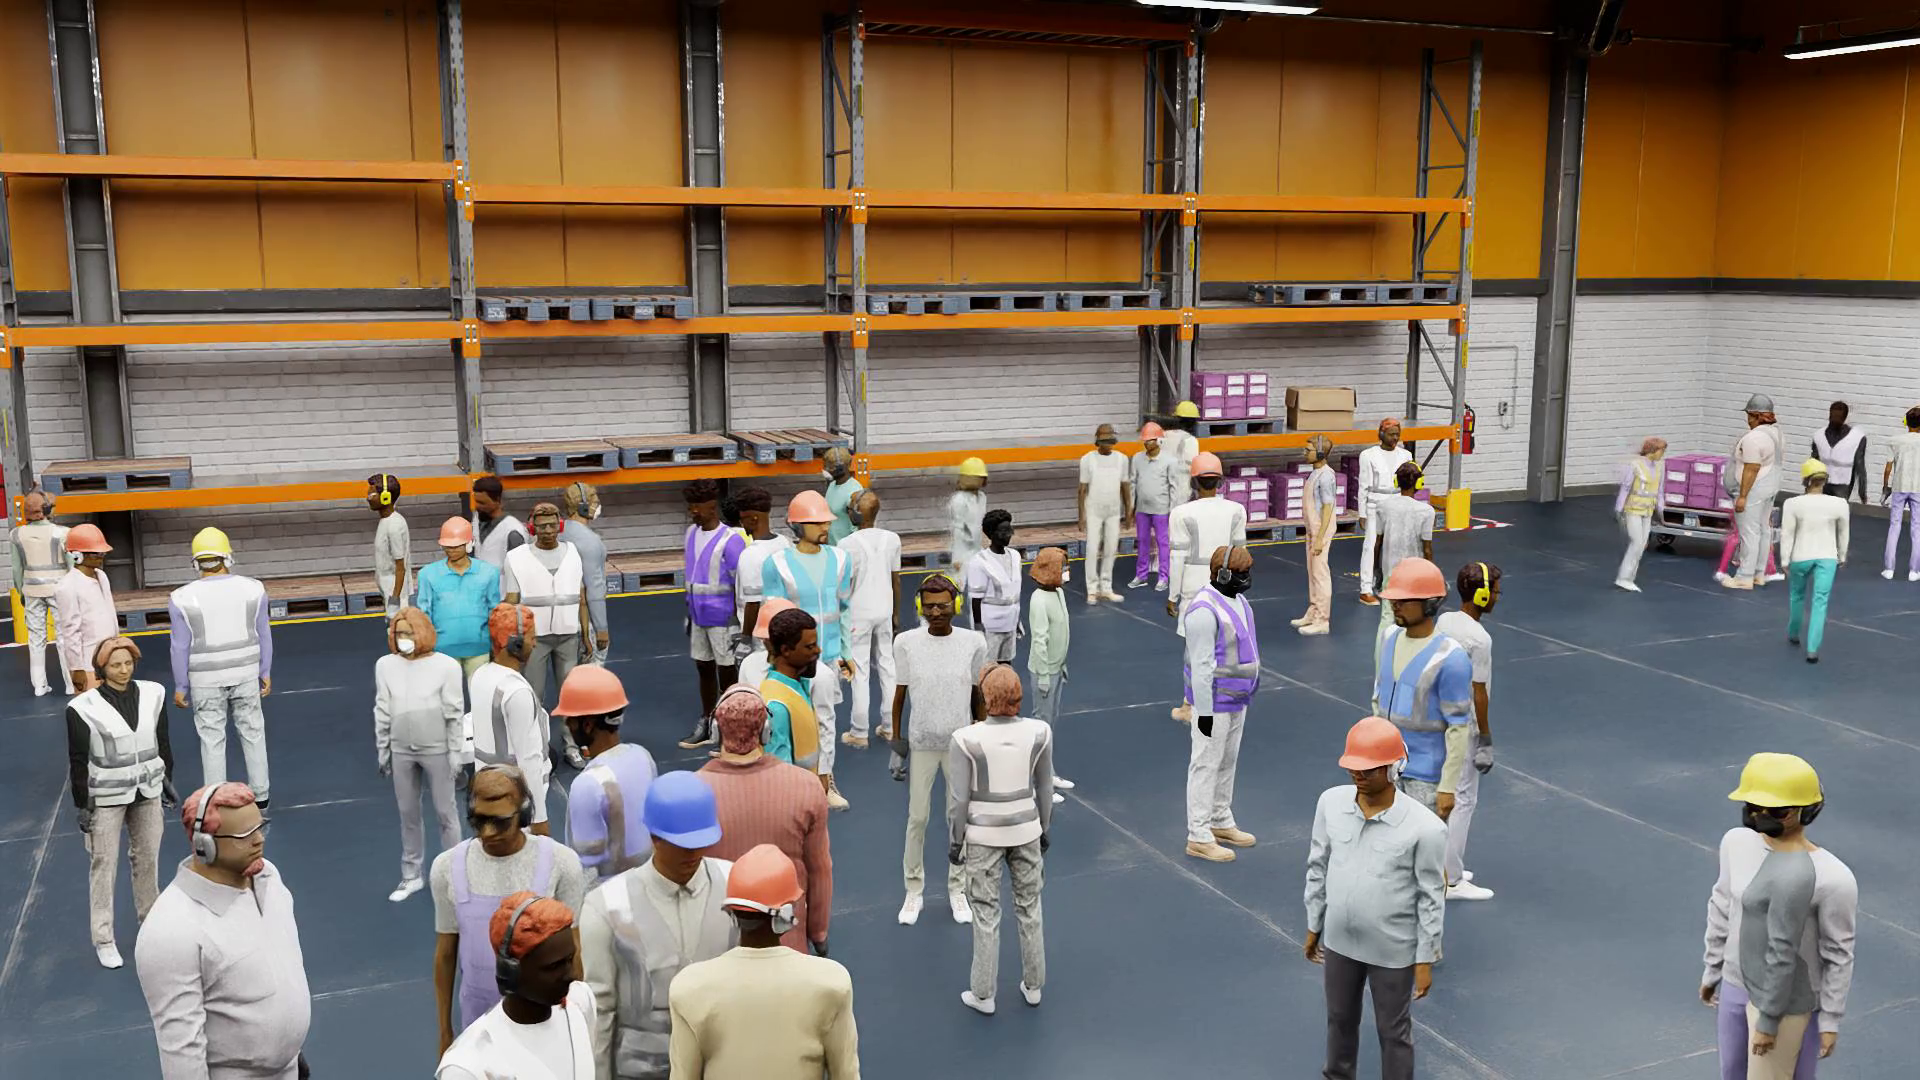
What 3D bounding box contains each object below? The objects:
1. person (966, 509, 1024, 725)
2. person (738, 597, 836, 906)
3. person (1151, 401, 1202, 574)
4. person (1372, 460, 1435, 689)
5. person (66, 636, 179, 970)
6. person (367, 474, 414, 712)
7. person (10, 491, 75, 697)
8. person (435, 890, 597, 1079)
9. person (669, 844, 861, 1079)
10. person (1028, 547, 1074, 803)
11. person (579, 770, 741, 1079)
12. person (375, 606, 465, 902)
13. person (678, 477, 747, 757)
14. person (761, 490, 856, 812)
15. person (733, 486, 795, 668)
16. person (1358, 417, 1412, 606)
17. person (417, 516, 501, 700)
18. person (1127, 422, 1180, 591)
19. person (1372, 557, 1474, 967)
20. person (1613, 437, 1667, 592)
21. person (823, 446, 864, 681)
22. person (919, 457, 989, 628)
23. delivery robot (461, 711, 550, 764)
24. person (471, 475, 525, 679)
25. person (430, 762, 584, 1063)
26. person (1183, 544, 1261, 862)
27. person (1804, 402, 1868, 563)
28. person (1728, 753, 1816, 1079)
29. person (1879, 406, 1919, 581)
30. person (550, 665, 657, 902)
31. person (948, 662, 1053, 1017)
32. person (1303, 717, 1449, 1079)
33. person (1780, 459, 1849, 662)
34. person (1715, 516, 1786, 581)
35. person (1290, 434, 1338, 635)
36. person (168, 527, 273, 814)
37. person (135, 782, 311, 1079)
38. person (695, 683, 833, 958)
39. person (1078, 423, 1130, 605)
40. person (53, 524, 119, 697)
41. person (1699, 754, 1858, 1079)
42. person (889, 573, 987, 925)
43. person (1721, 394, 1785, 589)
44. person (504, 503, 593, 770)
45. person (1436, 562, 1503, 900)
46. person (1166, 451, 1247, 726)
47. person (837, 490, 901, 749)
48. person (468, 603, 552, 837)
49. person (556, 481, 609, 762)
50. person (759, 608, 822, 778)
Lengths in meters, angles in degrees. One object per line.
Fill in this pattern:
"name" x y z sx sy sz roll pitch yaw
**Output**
"person" 0.261 0.616 11.854 0.319 1.697 0.532 8 13 39
"person" -0.920 1.152 8.605 0.571 1.749 0.331 4 11 21
"person" 2.507 -0.570 18.145 0.965 1.875 0.608 -4 11 -21
"person" 3.521 0.298 13.223 0.510 1.862 0.327 7 12 36
"person" -4.130 1.273 8.233 0.312 1.639 0.520 6 12 33
"person" -4.250 0.431 12.420 0.329 1.873 0.514 -4 11 -23
"person" -7.167 0.433 13.085 0.514 1.637 0.307 -1 10 -3
"person" -1.096 1.826 4.347 0.353 1.883 0.578 3 10 19
"person" -0.585 1.773 5.028 0.572 1.747 0.336 -1 10 -6
"person" 0.580 0.850 10.689 0.285 1.633 0.500 3 10 17
"person" -0.880 1.648 5.220 0.607 1.939 0.416 -6 11 -31
"person" -2.899 1.151 8.956 0.502 1.633 0.275 1 10 7
"person" -1.731 0.532 11.585 0.609 1.958 0.400 9 13 43
"person" -0.924 0.706 10.323 0.615 2.047 0.356 -6 12 -32
"person" -1.311 0.610 11.118 0.367 1.963 0.601 4 11 22
"person" 4.211 -0.280 16.513 0.569 1.878 0.351 -2 10 -11
"person" -3.353 0.704 11.185 0.560 1.750 0.320 -4 11 -23
"person" 1.990 -0.350 17.254 0.566 1.750 0.341 7 12 37
"person" 2.197 1.091 8.116 0.387 2.045 0.605 -4 11 -24
"person" 7.024 -0.257 17.168 0.575 1.602 0.367 -6 12 -32
"person" -0.948 0.186 13.660 0.378 1.933 0.628 -4 11 -23
"person" 0.016 0.104 14.752 0.782 1.721 0.499 7 12 36
"delivery robot" -3.110 1.280 11.047 0.707 0.478 0.477 -6 11 -30
"person" -3.377 0.452 12.247 0.405 1.893 0.627 -9 13 -43
"person" -1.512 1.628 5.634 0.511 1.837 0.351 0 10 -3
"person" 1.524 0.931 9.658 0.429 1.837 0.624 6 11 31
"person" 9.606 -0.587 18.332 1.023 1.855 0.651 -6 12 -31
"person" 2.865 1.618 5.923 0.339 1.755 0.532 4 11 22
"person" 10.145 -0.499 17.784 0.533 1.871 0.320 6 12 31
"person" -1.389 1.433 6.494 0.383 1.929 0.543 3 10 15
"person" 0.188 1.373 7.653 0.515 1.640 0.315 -3 10 -19
"person" 1.573 1.531 6.419 0.573 1.750 0.330 9 13 41
"person" 7.406 0.155 14.454 0.533 1.714 0.935 5 11 25
"person" 8.409 -0.328 17.619 0.865 1.588 0.497 -4 11 -23
"person" 3.271 -0.052 15.279 0.345 1.846 0.508 0 10 -1
"person" -4.542 0.831 10.241 0.589 1.828 0.403 -8 13 -38
"person" -2.217 1.672 5.167 0.408 1.908 0.641 1 10 4
"person" -0.801 1.478 6.280 0.639 1.910 0.406 -2 10 -13
"person" 1.429 -0.254 16.496 0.542 1.831 0.400 -2 10 -12
"person" -5.651 0.758 10.873 0.334 1.749 0.576 -1 10 -5
"person" 2.876 1.613 5.910 0.324 1.769 0.523 -6 11 -30
"person" -0.104 1.088 8.668 0.534 1.859 0.310 0 10 -2
"person" 8.251 -0.515 17.378 0.683 2.000 0.537 -9 13 -42
"person" -2.764 0.656 11.193 0.571 1.845 0.382 -6 11 -30
"person" 2.737 1.032 9.015 0.346 1.857 0.524 -2 10 -11
"person" 1.807 0.362 12.328 0.607 2.042 0.380 -3 10 -17
"person" -0.653 0.558 11.762 0.505 1.846 0.344 -6 11 -30
"person" -2.086 1.223 7.816 0.356 1.887 0.573 -8 13 -38
"person" -2.605 0.557 11.497 0.372 1.940 0.627 -8 13 -39
"person" -0.795 1.247 7.579 0.375 1.917 0.597 0 10 -1
